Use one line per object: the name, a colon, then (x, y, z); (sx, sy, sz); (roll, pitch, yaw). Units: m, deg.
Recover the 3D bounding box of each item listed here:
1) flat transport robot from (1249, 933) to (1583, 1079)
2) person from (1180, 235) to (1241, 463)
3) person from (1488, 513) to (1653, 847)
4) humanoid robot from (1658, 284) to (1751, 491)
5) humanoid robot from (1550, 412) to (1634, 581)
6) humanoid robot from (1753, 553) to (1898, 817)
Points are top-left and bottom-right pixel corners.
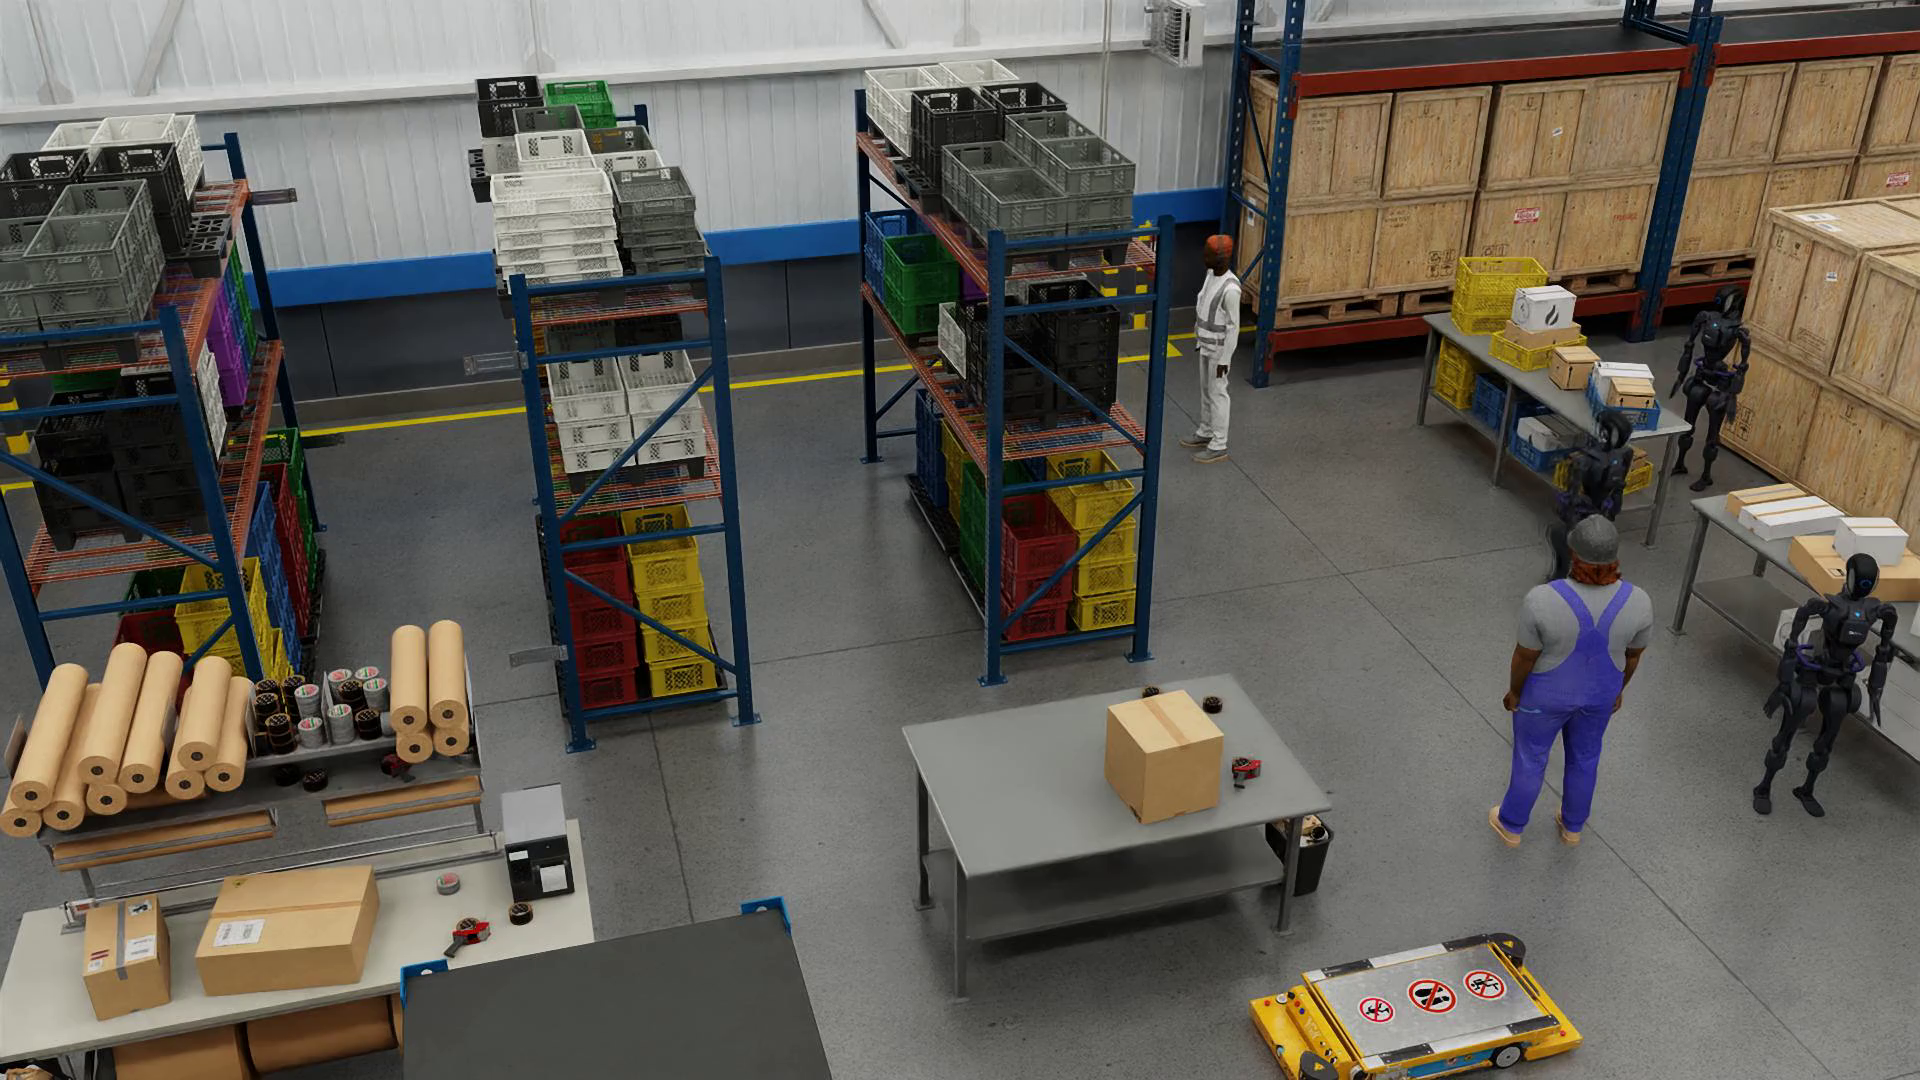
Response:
flat transport robot: (2.184, 2.282, 7.980); (1.431, 0.197, 0.652); (-8, 30, -14)
person: (2.027, -1.530, 13.268); (0.341, 1.881, 0.584); (-5, 29, -9)
person: (3.248, 0.755, 8.951); (0.682, 2.000, 0.539); (0, 29, 0)
humanoid robot: (5.798, -1.185, 12.839); (0.315, 1.657, 0.602); (-14, 32, -24)
humanoid robot: (4.100, -0.066, 10.831); (0.574, 1.635, 0.606); (-10, 30, -18)
humanoid robot: (4.800, 0.816, 9.200); (0.600, 1.658, 0.325); (3, 29, 6)
